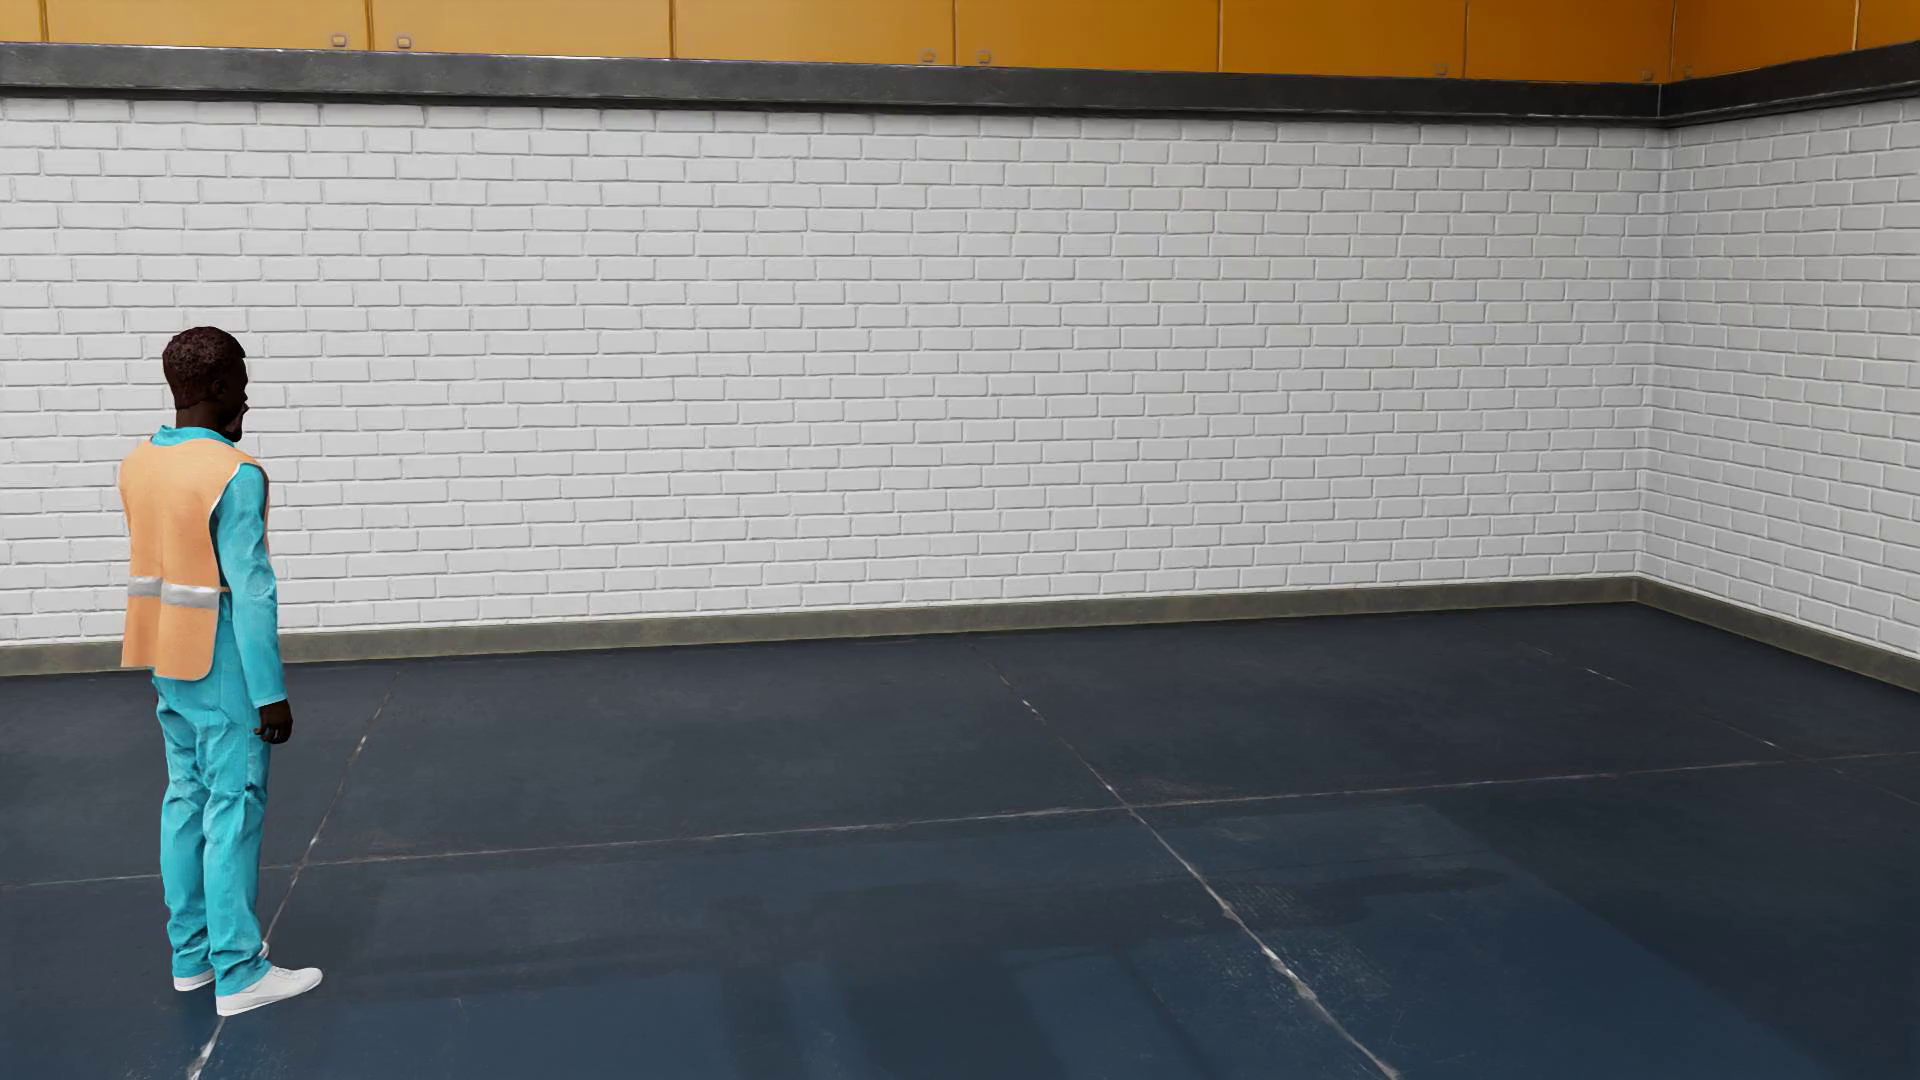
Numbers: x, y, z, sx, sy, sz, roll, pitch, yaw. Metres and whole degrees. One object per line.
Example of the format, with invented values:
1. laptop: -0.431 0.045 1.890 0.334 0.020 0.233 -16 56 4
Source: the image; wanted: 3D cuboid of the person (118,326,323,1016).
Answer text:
1. person: -2.098 0.367 4.647 0.587 1.911 0.397 7 11 36
